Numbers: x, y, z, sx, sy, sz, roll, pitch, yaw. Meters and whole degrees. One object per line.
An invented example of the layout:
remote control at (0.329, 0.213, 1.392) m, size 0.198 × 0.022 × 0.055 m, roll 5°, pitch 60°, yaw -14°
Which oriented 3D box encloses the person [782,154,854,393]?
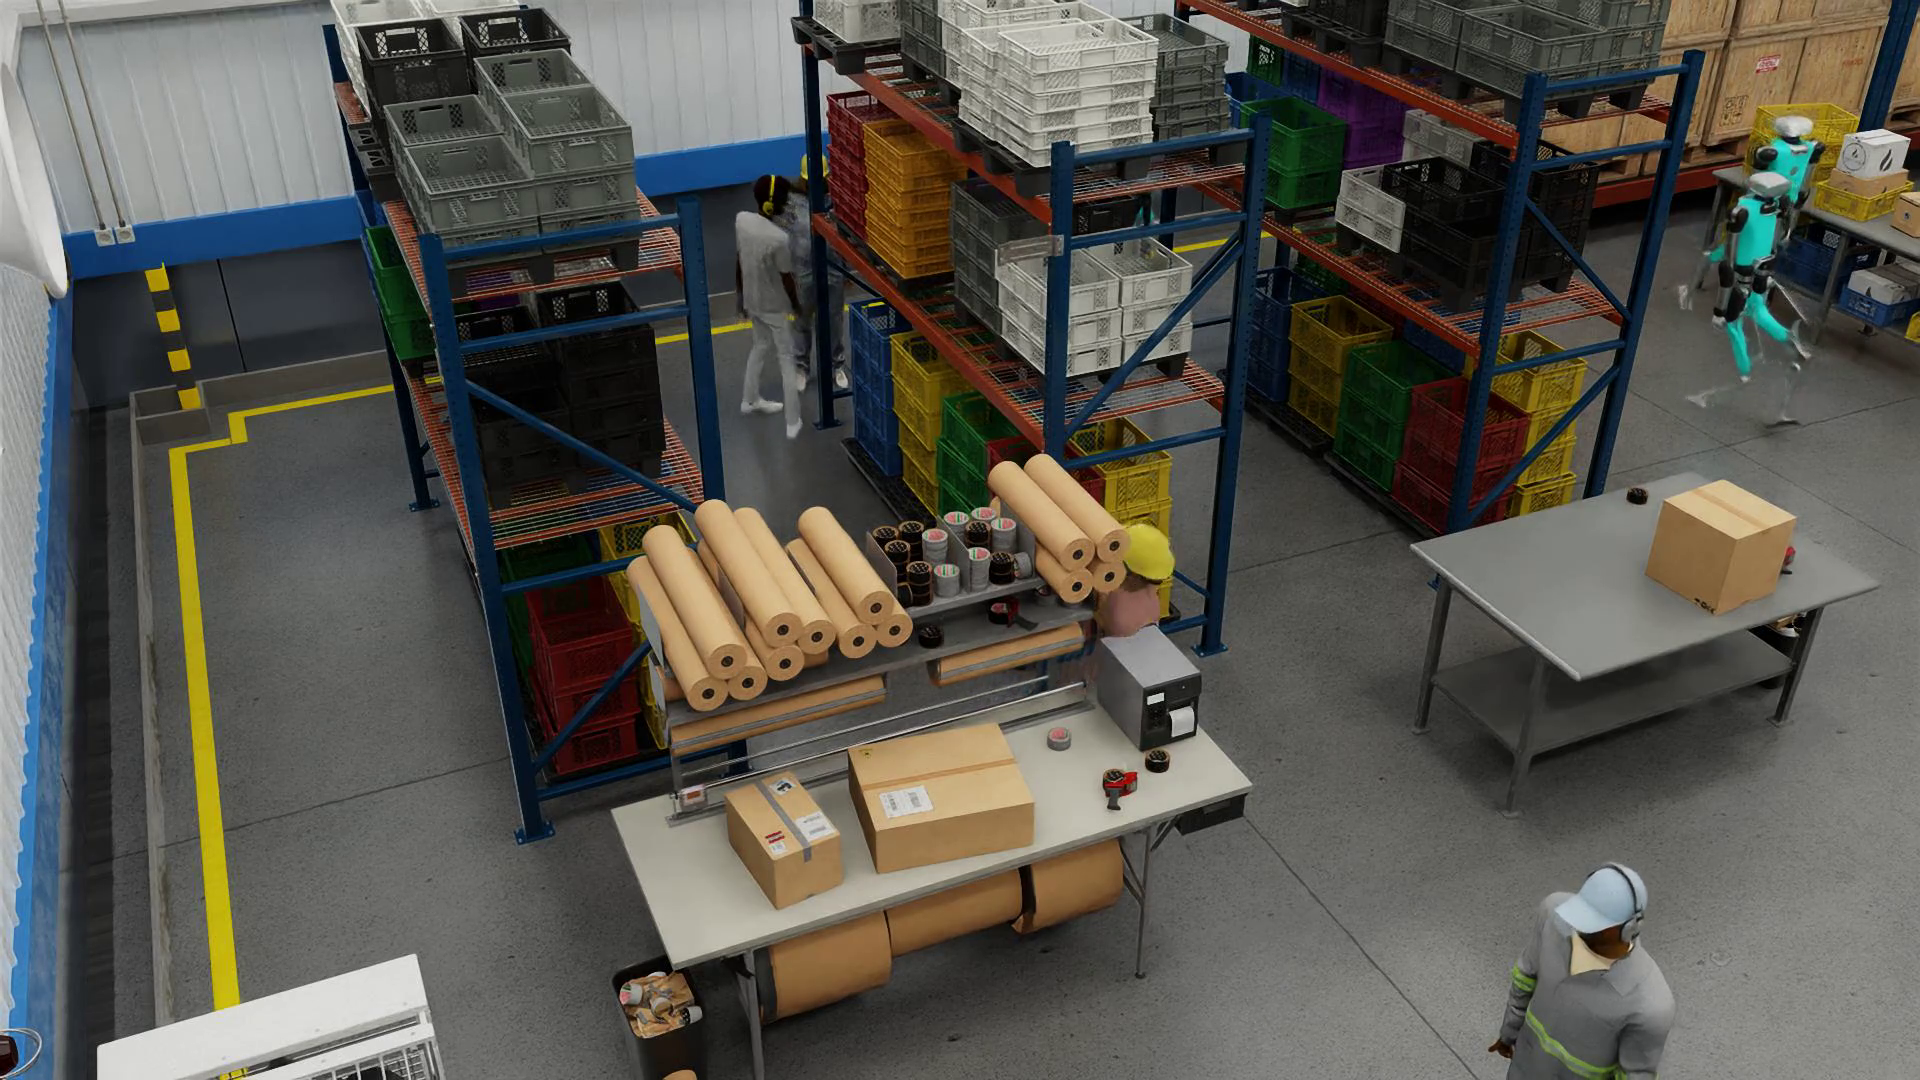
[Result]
person at (-0.976, -1.847, 11.593) m, size 0.486 × 1.711 × 0.309 m, roll -4°, pitch 32°, yaw -6°

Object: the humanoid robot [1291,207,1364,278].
humanoid robot at (3.152, -2.965, 13.432) m, size 0.987 × 1.766 × 0.557 m, roll -11°, pitch 33°, yaw -17°

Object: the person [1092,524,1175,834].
person at (0.739, 0.635, 7.542) m, size 0.440 × 1.739 × 0.535 m, roll 8°, pitch 33°, yaw 13°

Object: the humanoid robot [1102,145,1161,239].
humanoid robot at (1.386, -2.955, 13.368) m, size 0.779 × 1.769 × 0.563 m, roll -2°, pitch 32°, yaw -4°

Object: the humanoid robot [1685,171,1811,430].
humanoid robot at (5.418, -1.498, 11.063) m, size 0.540 × 1.783 × 1.020 m, roll -18°, pitch 36°, yaw -27°

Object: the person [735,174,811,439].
person at (-1.273, -1.564, 11.019) m, size 0.576 × 1.839 × 0.376 m, roll 26°, pitch 40°, yaw 36°

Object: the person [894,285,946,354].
person at (-0.286, -1.868, 11.497) m, size 0.364 × 1.858 × 0.507 m, roll -18°, pitch 36°, yaw -26°

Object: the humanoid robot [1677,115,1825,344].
humanoid robot at (5.847, -2.405, 12.506) m, size 0.549 × 1.784 × 0.934 m, roll -8°, pitch 32°, yaw -12°

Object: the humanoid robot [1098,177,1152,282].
humanoid robot at (1.193, -2.100, 12.062) m, size 0.674 × 1.626 × 0.589 m, roll -22°, pitch 38°, yaw -31°

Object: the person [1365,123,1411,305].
person at (3.234, -2.401, 12.416) m, size 0.596 × 1.786 × 0.827 m, roll -20°, pitch 37°, yaw -28°

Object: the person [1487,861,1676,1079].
person at (2.003, 1.788, 5.556) m, size 0.376 × 1.853 × 0.587 m, roll -13°, pitch 34°, yaw -20°
